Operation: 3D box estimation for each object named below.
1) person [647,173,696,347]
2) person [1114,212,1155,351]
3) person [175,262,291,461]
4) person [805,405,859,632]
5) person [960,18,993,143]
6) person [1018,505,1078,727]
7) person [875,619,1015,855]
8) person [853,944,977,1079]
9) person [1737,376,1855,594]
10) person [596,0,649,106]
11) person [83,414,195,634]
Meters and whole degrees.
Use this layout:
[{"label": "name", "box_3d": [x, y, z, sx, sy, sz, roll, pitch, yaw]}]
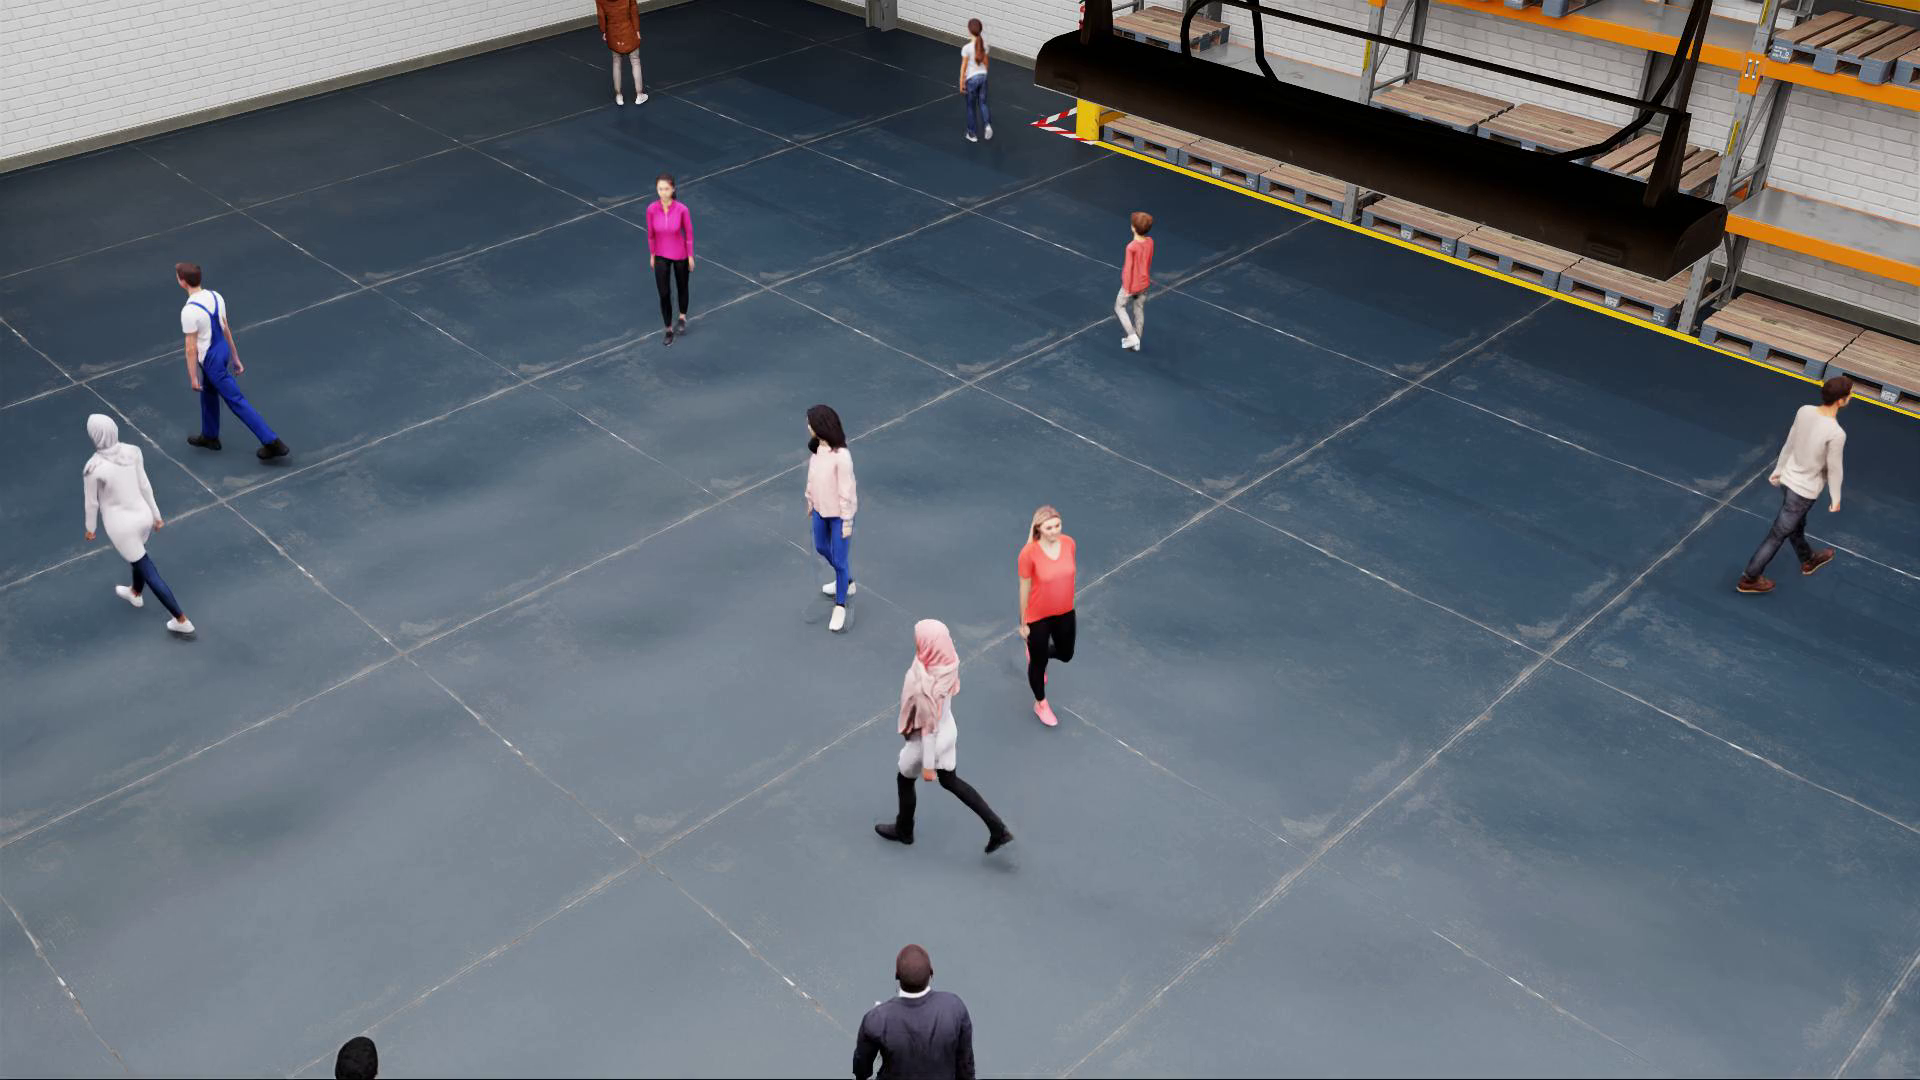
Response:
[{"label": "person", "box_3d": [-2.802, -2.802, 16.253, 0.882, 1.682, 0.958, -2, 34, -3]}, {"label": "person", "box_3d": [1.735, -2.454, 15.980, 0.562, 1.406, 0.586, -22, 40, -30]}, {"label": "person", "box_3d": [-6.248, -1.464, 14.132, 1.340, 1.802, 1.092, 8, 34, 12]}, {"label": "person", "box_3d": [-0.912, -0.162, 12.229, 0.643, 1.741, 0.787, 24, 40, 31]}, {"label": "person", "box_3d": [0.234, -5.709, 20.741, 0.701, 1.556, 0.861, -15, 36, -21]}, {"label": "person", "box_3d": [0.546, 0.471, 11.331, 0.741, 1.679, 0.885, -15, 36, -21]}, {"label": "person", "box_3d": [-0.078, 1.247, 10.079, 1.242, 1.775, 0.957, 13, 36, 18]}, {"label": "person", "box_3d": [-0.189, 2.694, 7.887, 1.093, 1.790, 1.243, -6, 34, -9]}, {"label": "person", "box_3d": [6.213, -0.374, 12.467, 1.125, 1.831, 1.143, -6, 34, -9]}, {"label": "person", "box_3d": [-4.457, -6.671, 21.932, 0.856, 1.839, 0.916, 0, 34, 0]}, {"label": "person", "box_3d": [-5.986, -0.064, 12.090, 1.212, 1.731, 0.866, 16, 37, 23]}]
